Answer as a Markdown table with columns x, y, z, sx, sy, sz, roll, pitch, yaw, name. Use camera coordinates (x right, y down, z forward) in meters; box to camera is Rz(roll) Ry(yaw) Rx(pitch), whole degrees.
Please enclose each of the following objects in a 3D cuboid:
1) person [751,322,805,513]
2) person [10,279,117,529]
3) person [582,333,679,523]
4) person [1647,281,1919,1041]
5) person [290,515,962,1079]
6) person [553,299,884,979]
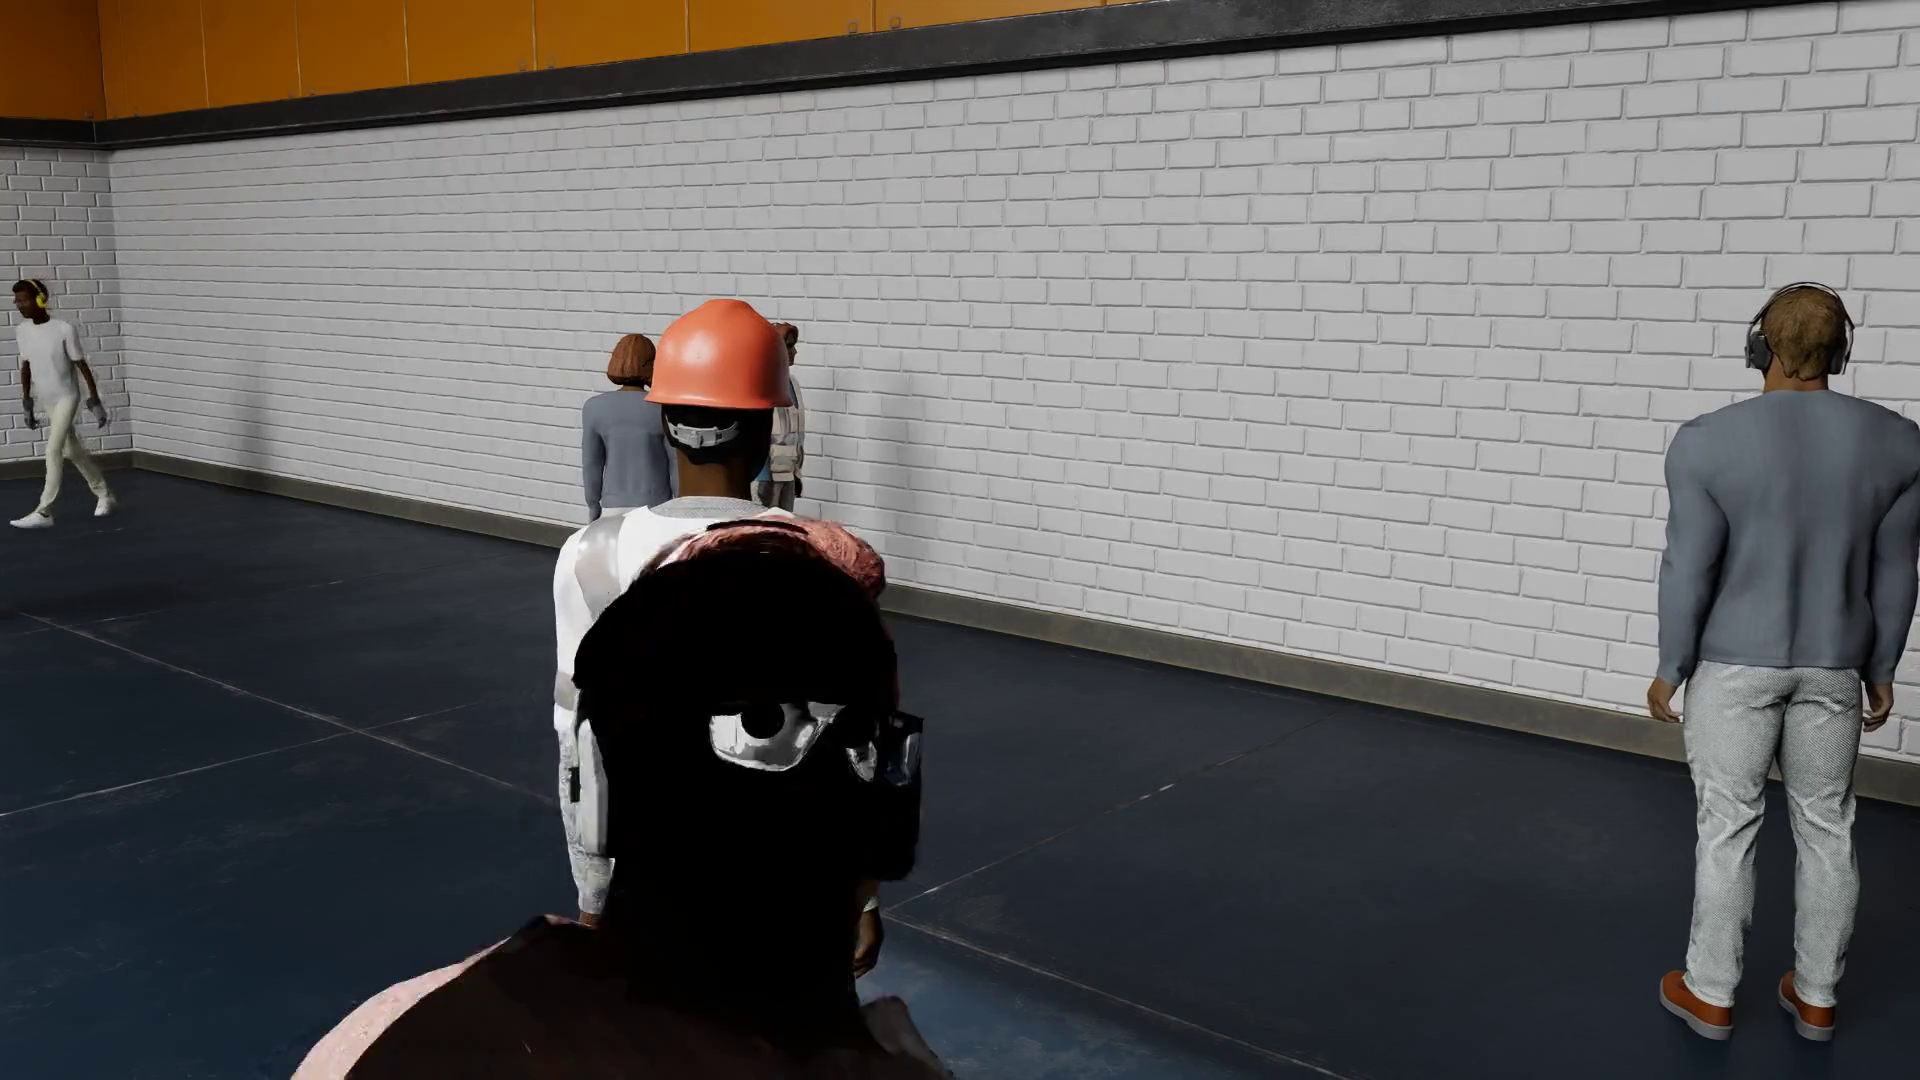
| x | y | z | sx | sy | sz | roll | pitch | yaw | name |
| --- | --- | --- | --- | --- | --- | --- | --- | --- | --- |
| -0.969 | -0.322 | 8.751 | 0.314 | 1.642 | 0.515 | 3 | 10 | 16 | person |
| -6.622 | -1.018 | 12.275 | 0.595 | 1.805 | 0.988 | 3 | 10 | 18 | person |
| -1.489 | -0.133 | 7.694 | 0.503 | 1.632 | 0.271 | 1 | 10 | 8 | person |
| 2.072 | 0.323 | 4.229 | 0.627 | 1.941 | 0.370 | 1 | 10 | 6 | person |
| -0.181 | 0.922 | 1.050 | 0.645 | 1.871 | 0.896 | 4 | 11 | 24 | person |
| -0.399 | 0.562 | 2.875 | 0.552 | 1.936 | 0.358 | 0 | 10 | 3 | person |
